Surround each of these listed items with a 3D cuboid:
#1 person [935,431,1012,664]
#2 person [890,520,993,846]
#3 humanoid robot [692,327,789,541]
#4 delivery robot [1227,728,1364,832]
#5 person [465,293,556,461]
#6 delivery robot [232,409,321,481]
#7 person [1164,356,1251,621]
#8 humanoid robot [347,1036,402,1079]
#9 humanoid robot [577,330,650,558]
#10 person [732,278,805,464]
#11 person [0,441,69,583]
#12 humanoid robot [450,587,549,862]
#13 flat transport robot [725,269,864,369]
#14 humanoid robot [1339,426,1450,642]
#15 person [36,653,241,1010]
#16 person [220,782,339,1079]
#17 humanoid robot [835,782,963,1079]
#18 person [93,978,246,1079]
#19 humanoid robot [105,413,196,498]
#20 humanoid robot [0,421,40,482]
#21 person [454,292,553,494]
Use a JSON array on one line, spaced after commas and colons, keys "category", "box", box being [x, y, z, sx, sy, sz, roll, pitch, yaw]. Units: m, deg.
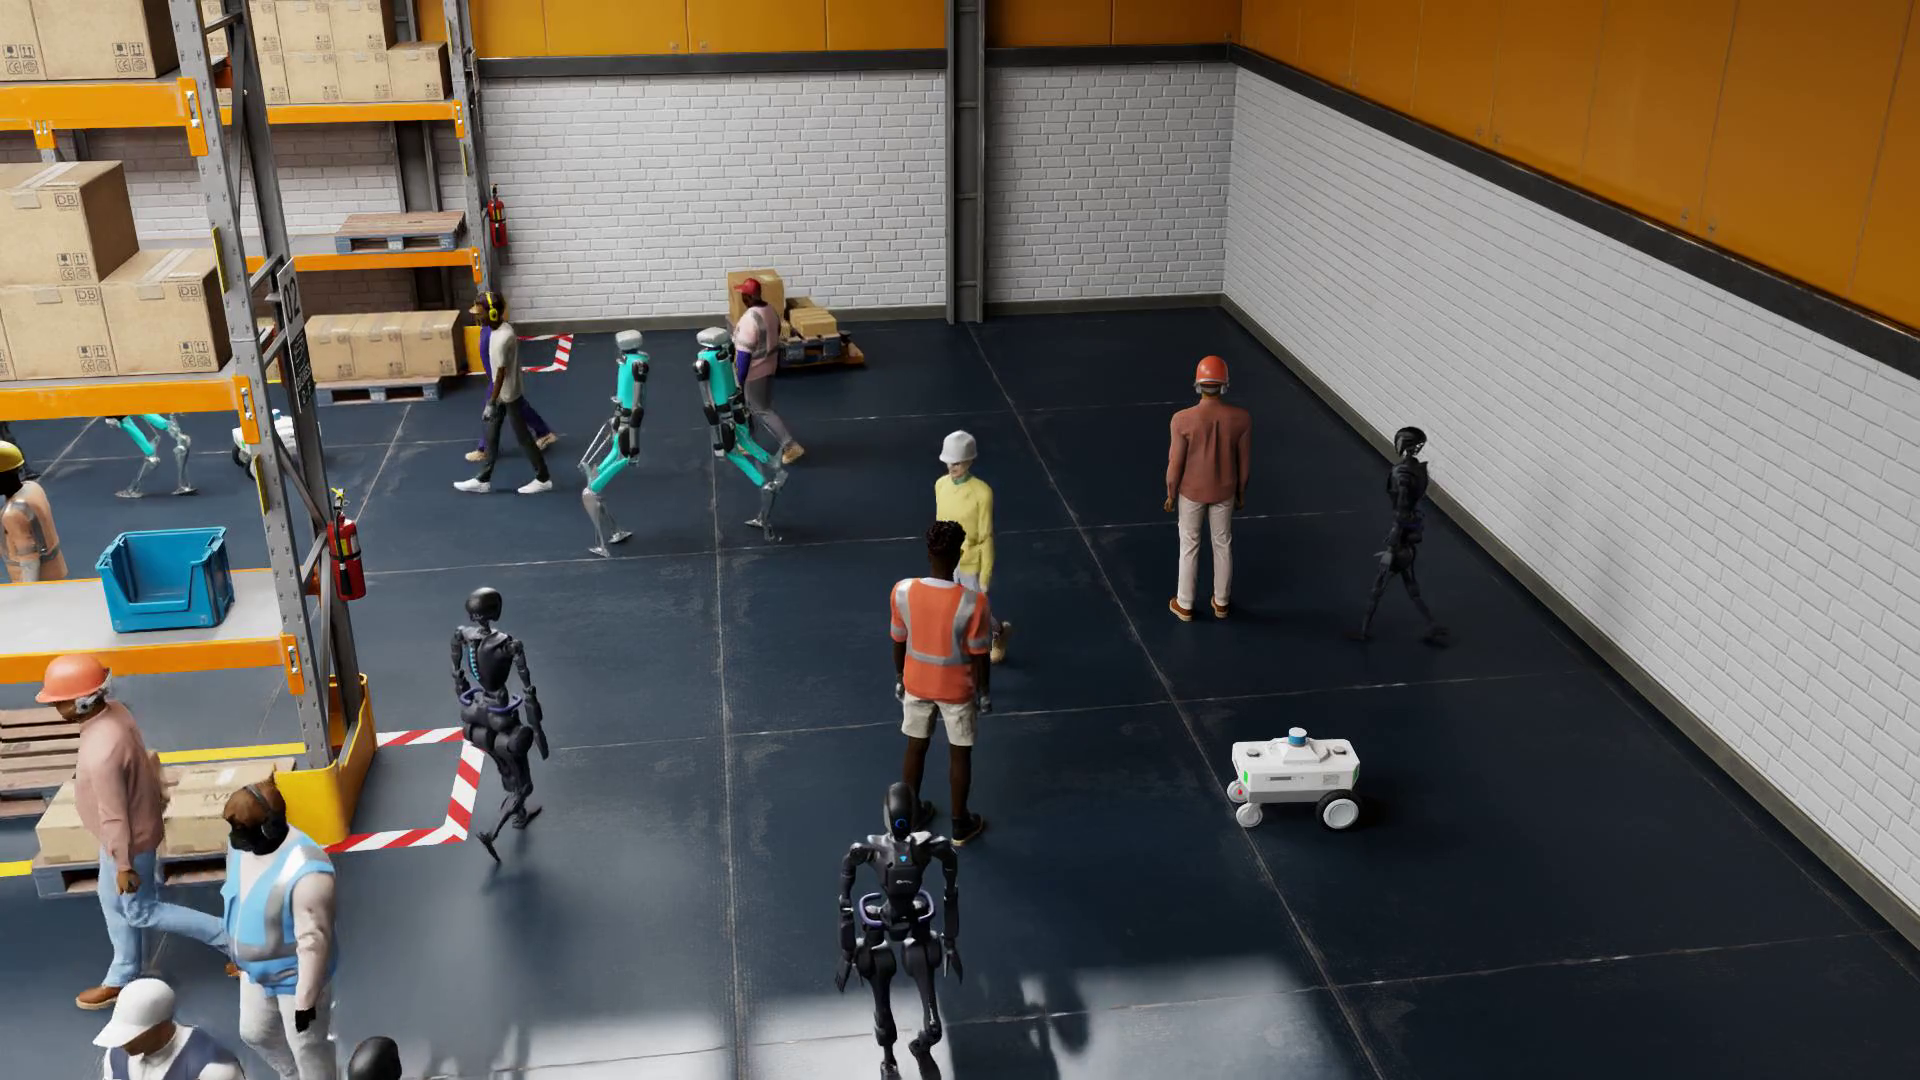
[{"category": "person", "box": [0.070, 0.126, 11.125, 0.477, 1.871, 0.778, 16, 28, 31]}, {"category": "person", "box": [-0.101, 0.809, 9.464, 0.602, 1.954, 0.388, 10, 25, 21]}, {"category": "humanoid robot", "box": [-1.677, -0.807, 13.470, 0.850, 1.807, 0.563, 9, 25, 20]}, {"category": "delivery robot", "box": [2.006, 1.405, 9.864, 0.803, 0.614, 0.499, -1, 24, -3]}, {"category": "person", "box": [-4.158, -1.514, 15.199, 0.822, 1.579, 0.461, -8, 25, -17]}, {"category": "delivery robot", "box": [-6.185, -0.871, 15.033, 0.772, 0.601, 0.525, -16, 28, -33]}, {"category": "person", "box": [1.787, -0.368, 12.092, 0.621, 1.990, 0.388, -4, 24, -8]}, {"category": "humanoid robot", "box": [-1.972, 2.519, 5.912, 0.598, 1.639, 0.577, -1, 24, -2]}, {"category": "humanoid robot", "box": [-2.848, -0.752, 13.299, 0.852, 1.789, 0.604, -10, 26, -21]}, {"category": "person", "box": [-1.801, -1.530, 15.077, 0.852, 1.722, 0.616, 8, 25, 17]}, {"category": "person", "box": [-5.965, 0.270, 10.720, 0.384, 1.925, 0.589, -7, 25, -15]}, {"category": "humanoid robot", "box": [-2.626, 1.008, 9.396, 0.600, 1.626, 0.682, 10, 26, 22]}, {"category": "flat transport robot", "box": [-1.813, -2.026, 18.012, 1.431, 0.231, 0.659, -8, 25, -17]}, {"category": "humanoid robot", "box": [3.145, -0.016, 11.742, 0.767, 1.635, 0.591, 8, 25, 17]}, {"category": "person", "box": [-3.990, 1.403, 8.092, 0.832, 1.968, 0.620, -10, 26, -21]}, {"category": "person", "box": [-2.917, 1.857, 7.214, 0.649, 1.834, 0.452, 16, 29, 33]}, {"category": "humanoid robot", "box": [-0.279, 1.818, 7.501, 0.585, 1.644, 0.333, -5, 24, -11]}, {"category": "person", "box": [-2.909, 2.329, 6.287, 0.774, 1.717, 0.896, 9, 25, 19]}, {"category": "humanoid robot", "box": [-6.954, -1.151, 14.216, 0.883, 1.781, 0.554, 4, 24, 9]}, {"category": "humanoid robot", "box": [-8.491, -1.233, 14.463, 0.590, 1.639, 0.608, 21, 31, 39]}, {"category": "person", "box": [-3.990, -1.219, 14.228, 0.905, 1.828, 0.501, -8, 25, -17]}]
